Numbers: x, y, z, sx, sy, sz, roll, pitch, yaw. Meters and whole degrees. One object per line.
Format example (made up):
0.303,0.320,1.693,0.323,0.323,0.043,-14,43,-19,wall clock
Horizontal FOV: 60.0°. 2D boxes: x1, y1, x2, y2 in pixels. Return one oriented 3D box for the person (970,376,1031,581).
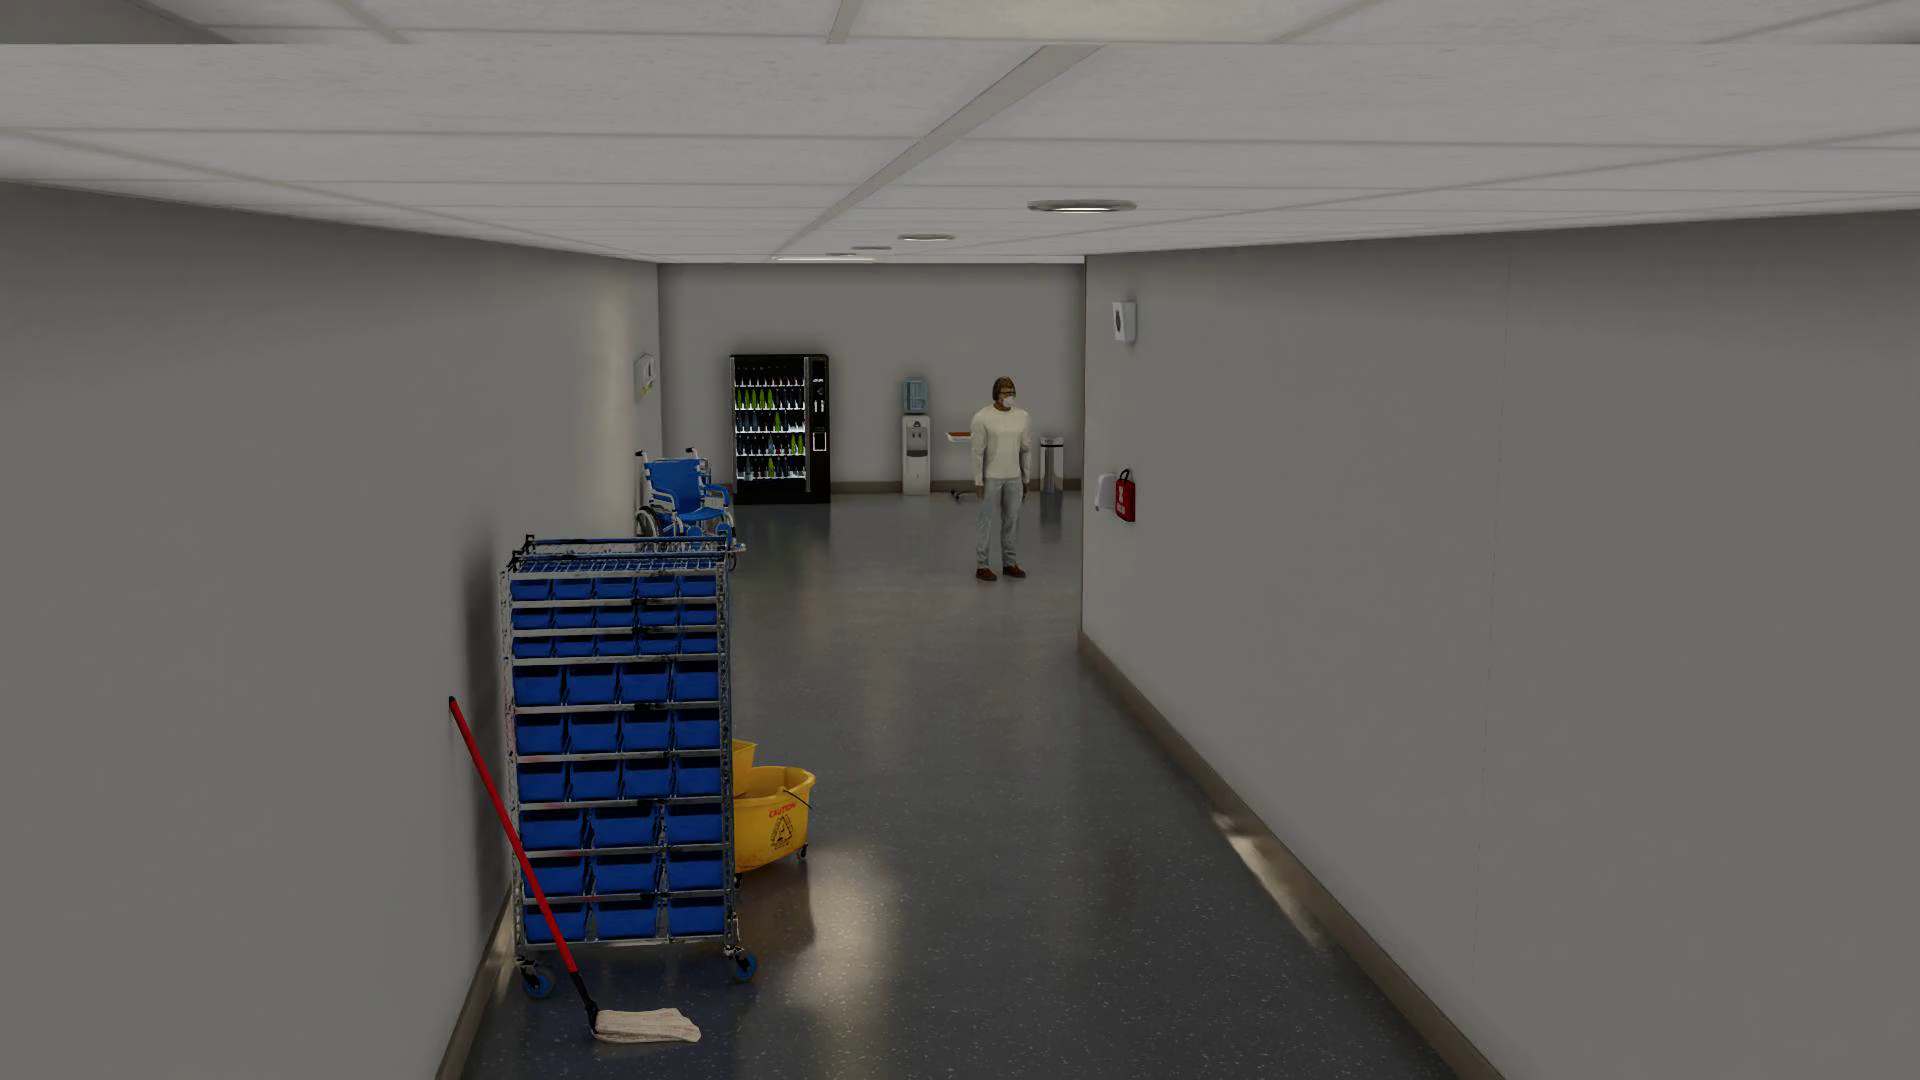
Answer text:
0.388,-0.578,15.692,0.624,1.930,0.380,-5,10,-29,person
